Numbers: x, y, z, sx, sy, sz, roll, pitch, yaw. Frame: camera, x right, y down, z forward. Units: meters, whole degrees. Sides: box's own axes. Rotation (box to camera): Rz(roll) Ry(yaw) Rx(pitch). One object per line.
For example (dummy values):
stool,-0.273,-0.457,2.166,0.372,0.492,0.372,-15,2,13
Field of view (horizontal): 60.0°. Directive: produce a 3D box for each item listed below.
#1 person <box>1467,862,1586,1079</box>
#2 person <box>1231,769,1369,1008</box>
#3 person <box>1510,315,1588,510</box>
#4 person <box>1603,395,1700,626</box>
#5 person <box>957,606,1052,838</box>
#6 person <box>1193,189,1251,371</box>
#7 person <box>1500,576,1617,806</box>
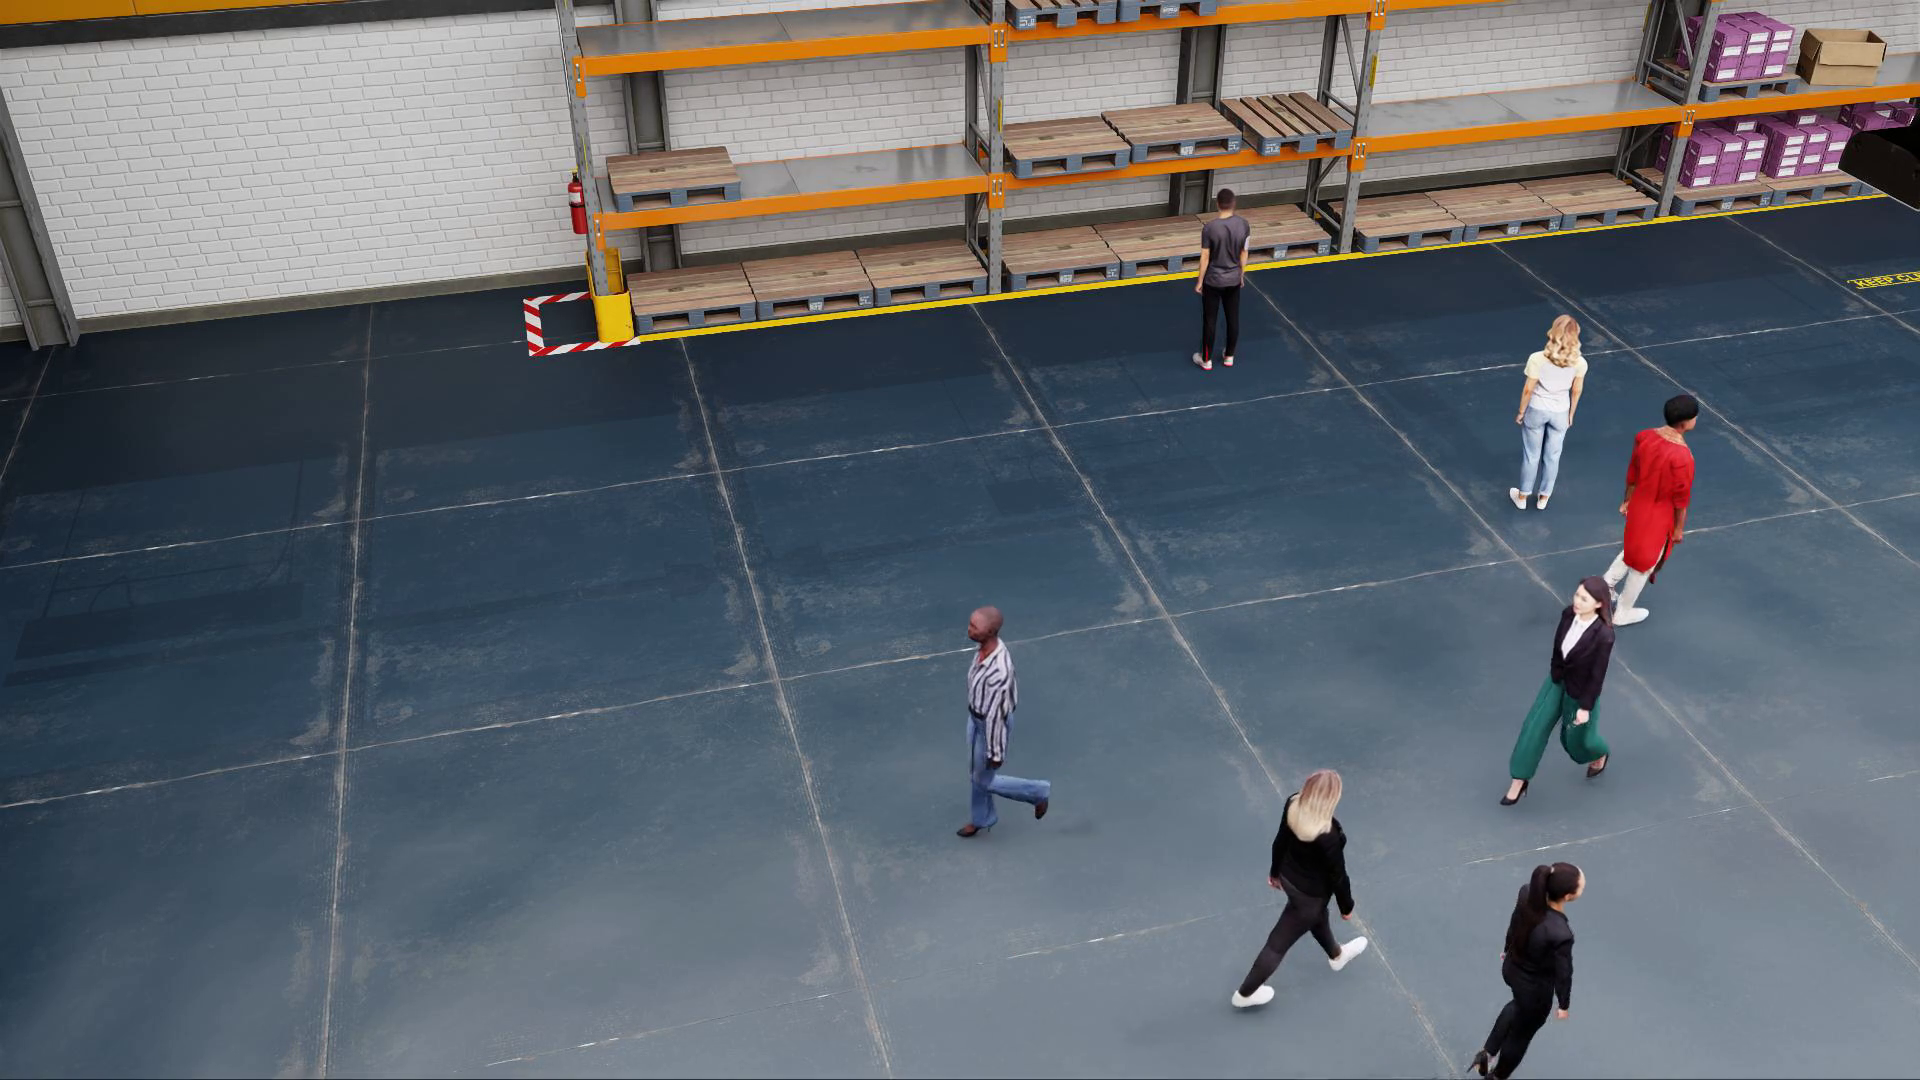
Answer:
person,2.857,2.290,8.544,0.580,1.700,0.608,-8,34,-11
person,1.804,1.958,9.100,1.177,1.638,0.749,-13,36,-19
person,4.769,-1.021,13.505,0.615,1.722,0.757,4,34,6
person,4.962,-0.188,12.123,0.729,1.866,0.669,-8,35,-13
person,0.269,1.152,10.188,0.810,1.777,0.636,-9,35,-13
person,2.455,-2.442,15.608,0.473,1.762,0.696,-8,34,-11
person,3.933,0.964,10.533,1.150,1.706,0.821,-20,38,-27
